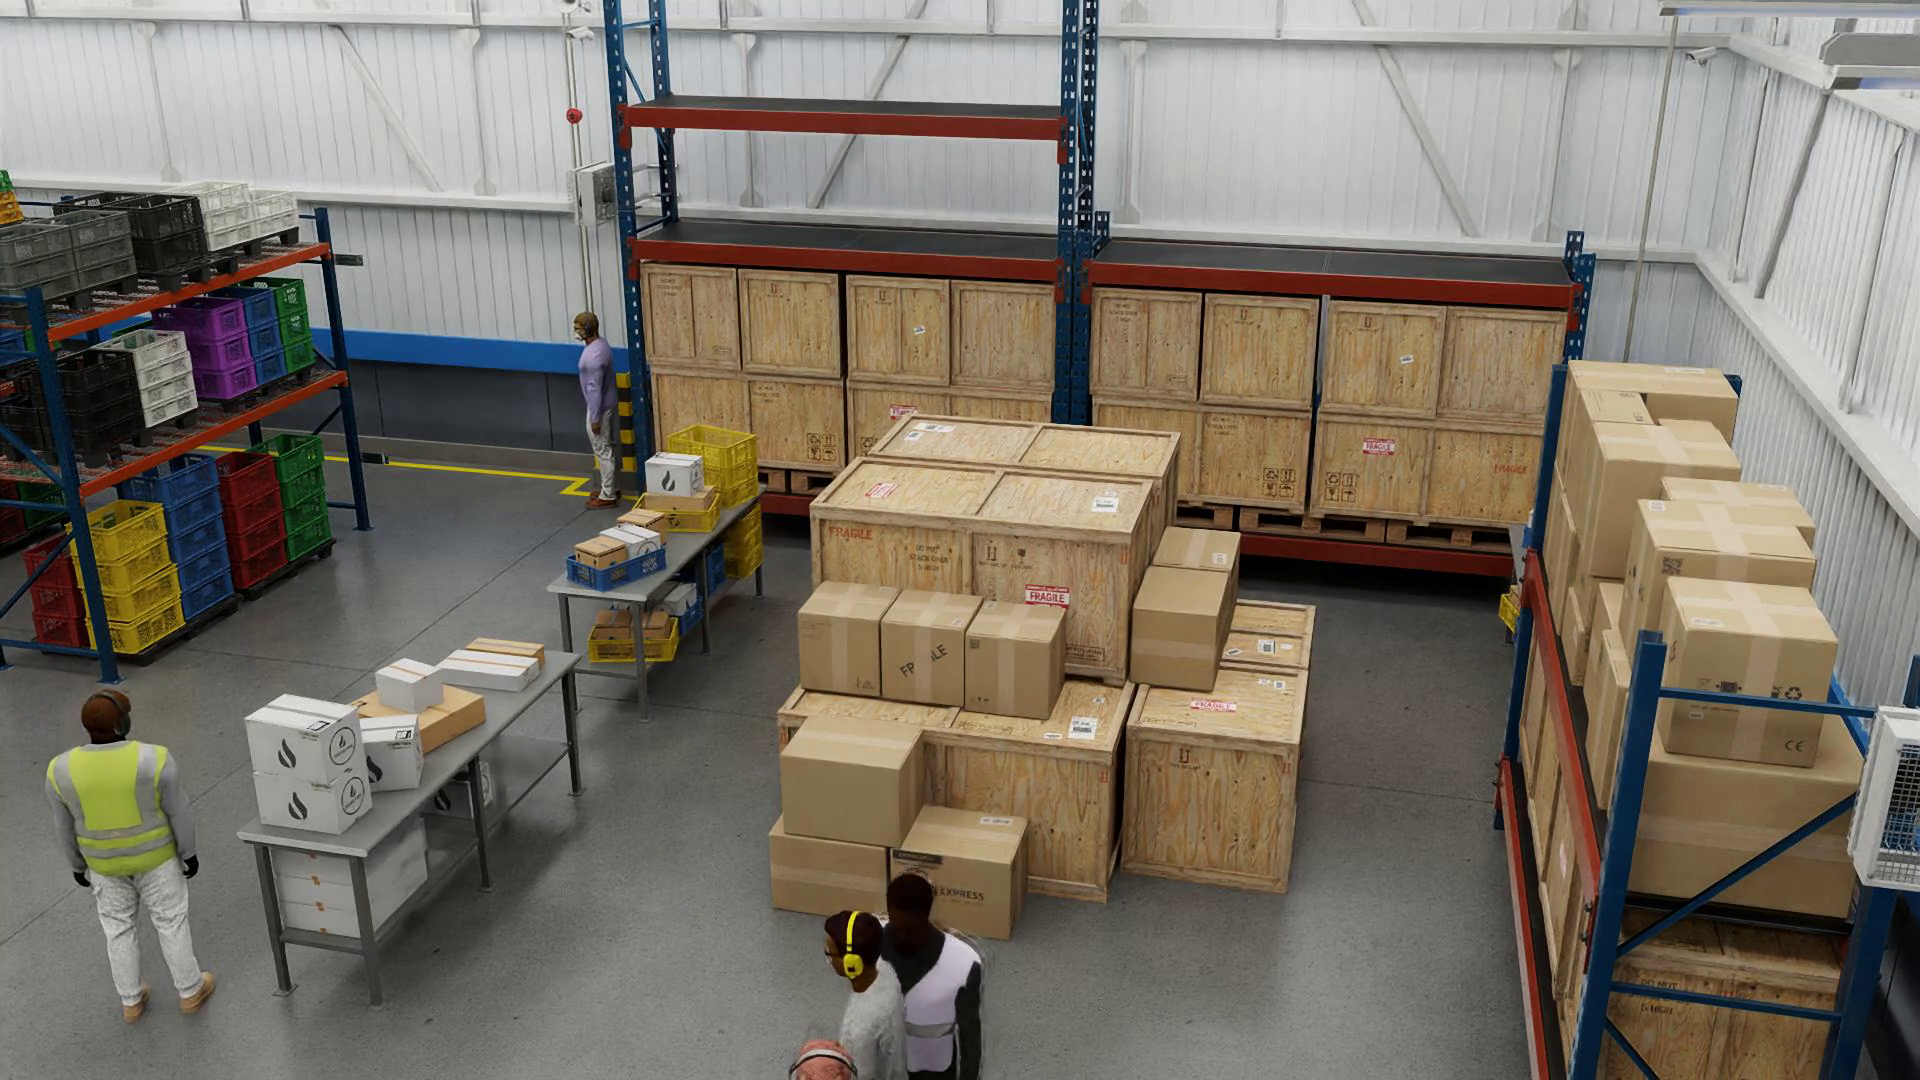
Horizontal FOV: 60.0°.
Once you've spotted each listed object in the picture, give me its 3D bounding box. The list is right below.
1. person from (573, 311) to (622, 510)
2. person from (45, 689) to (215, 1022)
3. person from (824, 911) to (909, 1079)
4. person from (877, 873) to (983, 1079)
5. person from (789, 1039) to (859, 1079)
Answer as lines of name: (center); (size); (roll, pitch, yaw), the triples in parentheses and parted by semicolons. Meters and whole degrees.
person: (-3.474, -1.253, 15.982); (0.374, 1.933, 0.625); (-2, 21, -5)
person: (-4.260, 1.624, 8.578); (0.634, 1.839, 0.429); (-4, 21, -11)
person: (-0.367, 2.325, 6.730); (0.329, 1.858, 0.518); (2, 21, 6)
person: (-0.190, 2.206, 7.025); (0.596, 1.870, 0.969); (6, 22, 16)
person: (-0.478, 2.593, 5.963); (0.639, 1.901, 0.402); (-5, 21, -13)
